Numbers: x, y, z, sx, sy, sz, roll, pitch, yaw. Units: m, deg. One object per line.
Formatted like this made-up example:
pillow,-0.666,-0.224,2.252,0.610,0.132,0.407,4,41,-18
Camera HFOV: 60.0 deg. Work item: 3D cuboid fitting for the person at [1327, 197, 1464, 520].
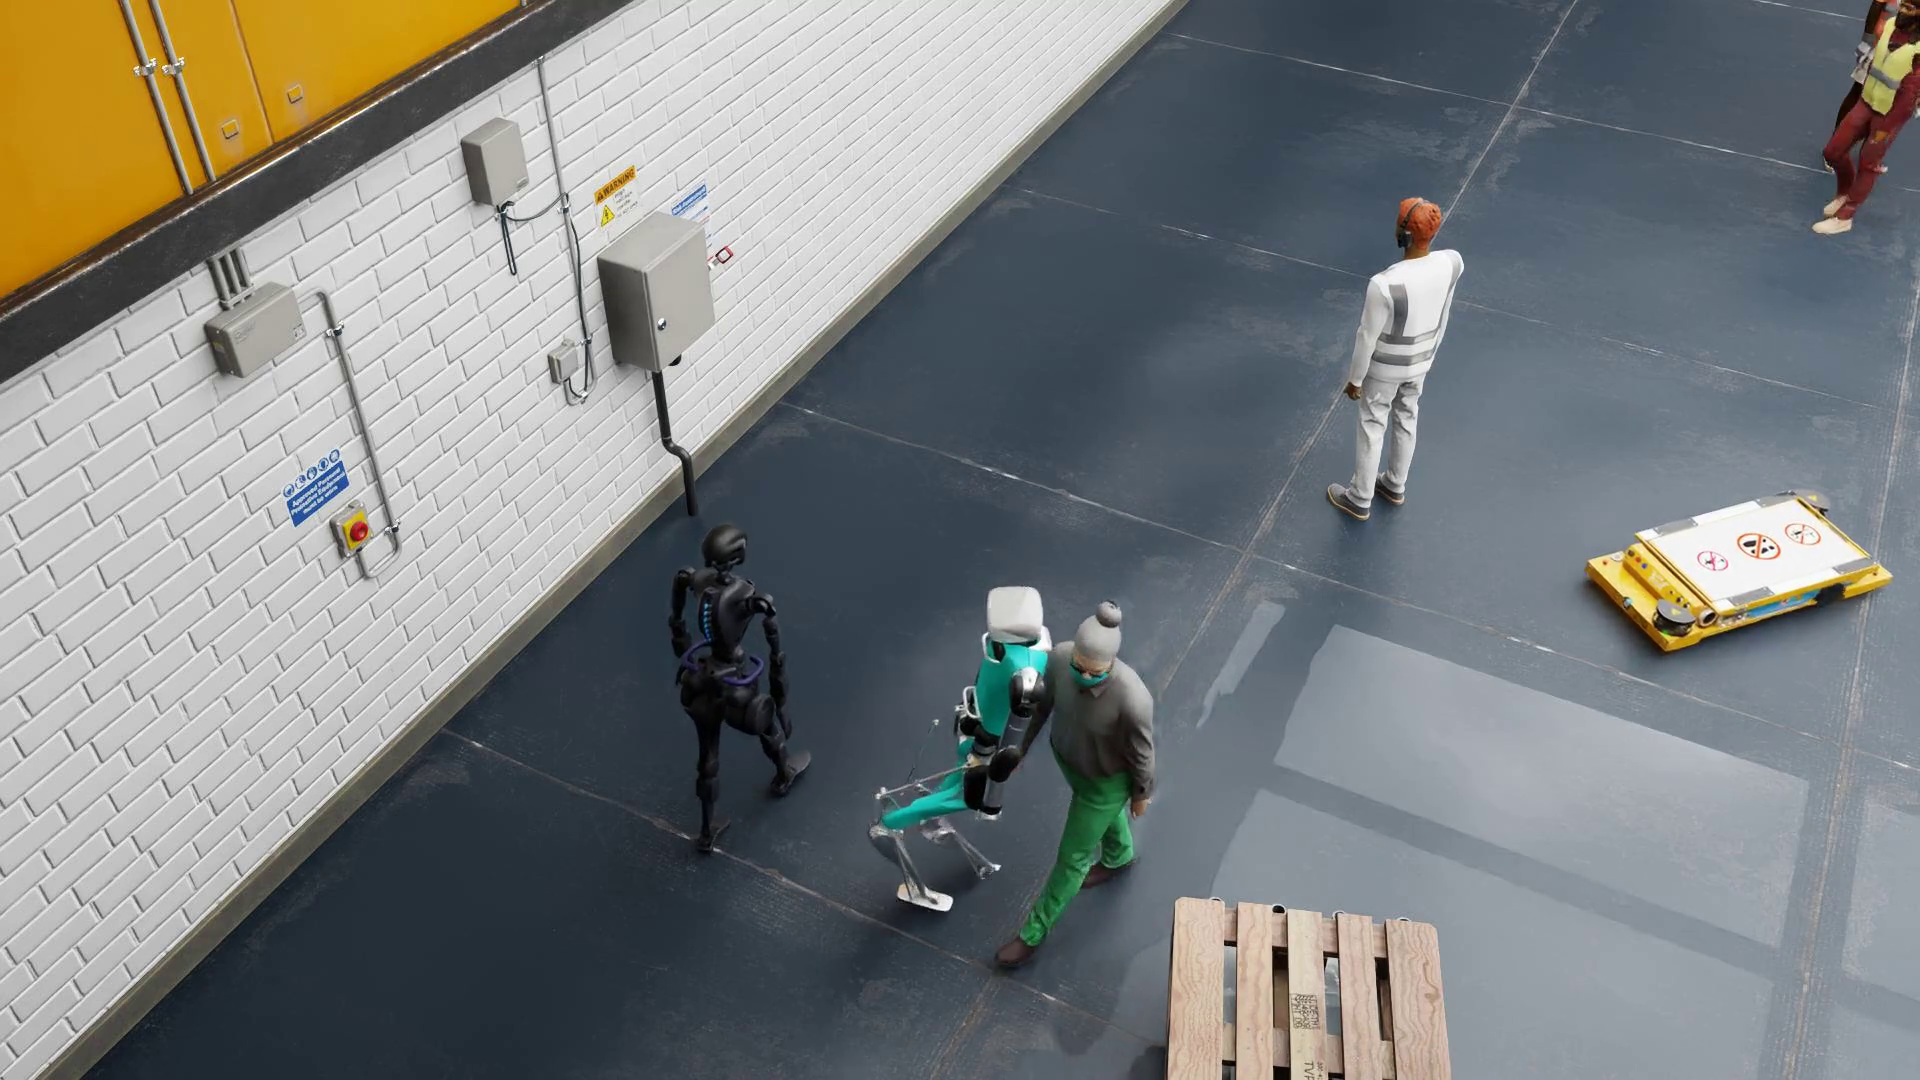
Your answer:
person,2.268,-0.925,8.684,0.566,1.878,0.354,-18,44,-19

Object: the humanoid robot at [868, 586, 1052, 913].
humanoid robot,-0.091,0.909,6.681,0.866,1.770,0.546,-4,41,-5

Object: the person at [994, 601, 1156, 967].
person,0.436,0.927,6.582,0.934,1.794,0.538,-27,47,-28

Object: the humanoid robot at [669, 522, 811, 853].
humanoid robot,-0.980,0.593,7.095,0.596,1.629,0.742,17,44,19

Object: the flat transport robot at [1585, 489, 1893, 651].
flat transport robot,4.072,0.140,8.675,1.431,0.231,0.659,-14,43,-15

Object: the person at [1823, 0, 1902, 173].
person,6.576,-3.506,11.603,0.603,1.967,0.367,-1,41,-1

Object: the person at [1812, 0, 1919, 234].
person,6.062,-2.814,10.961,0.433,1.757,0.469,-13,42,-14
